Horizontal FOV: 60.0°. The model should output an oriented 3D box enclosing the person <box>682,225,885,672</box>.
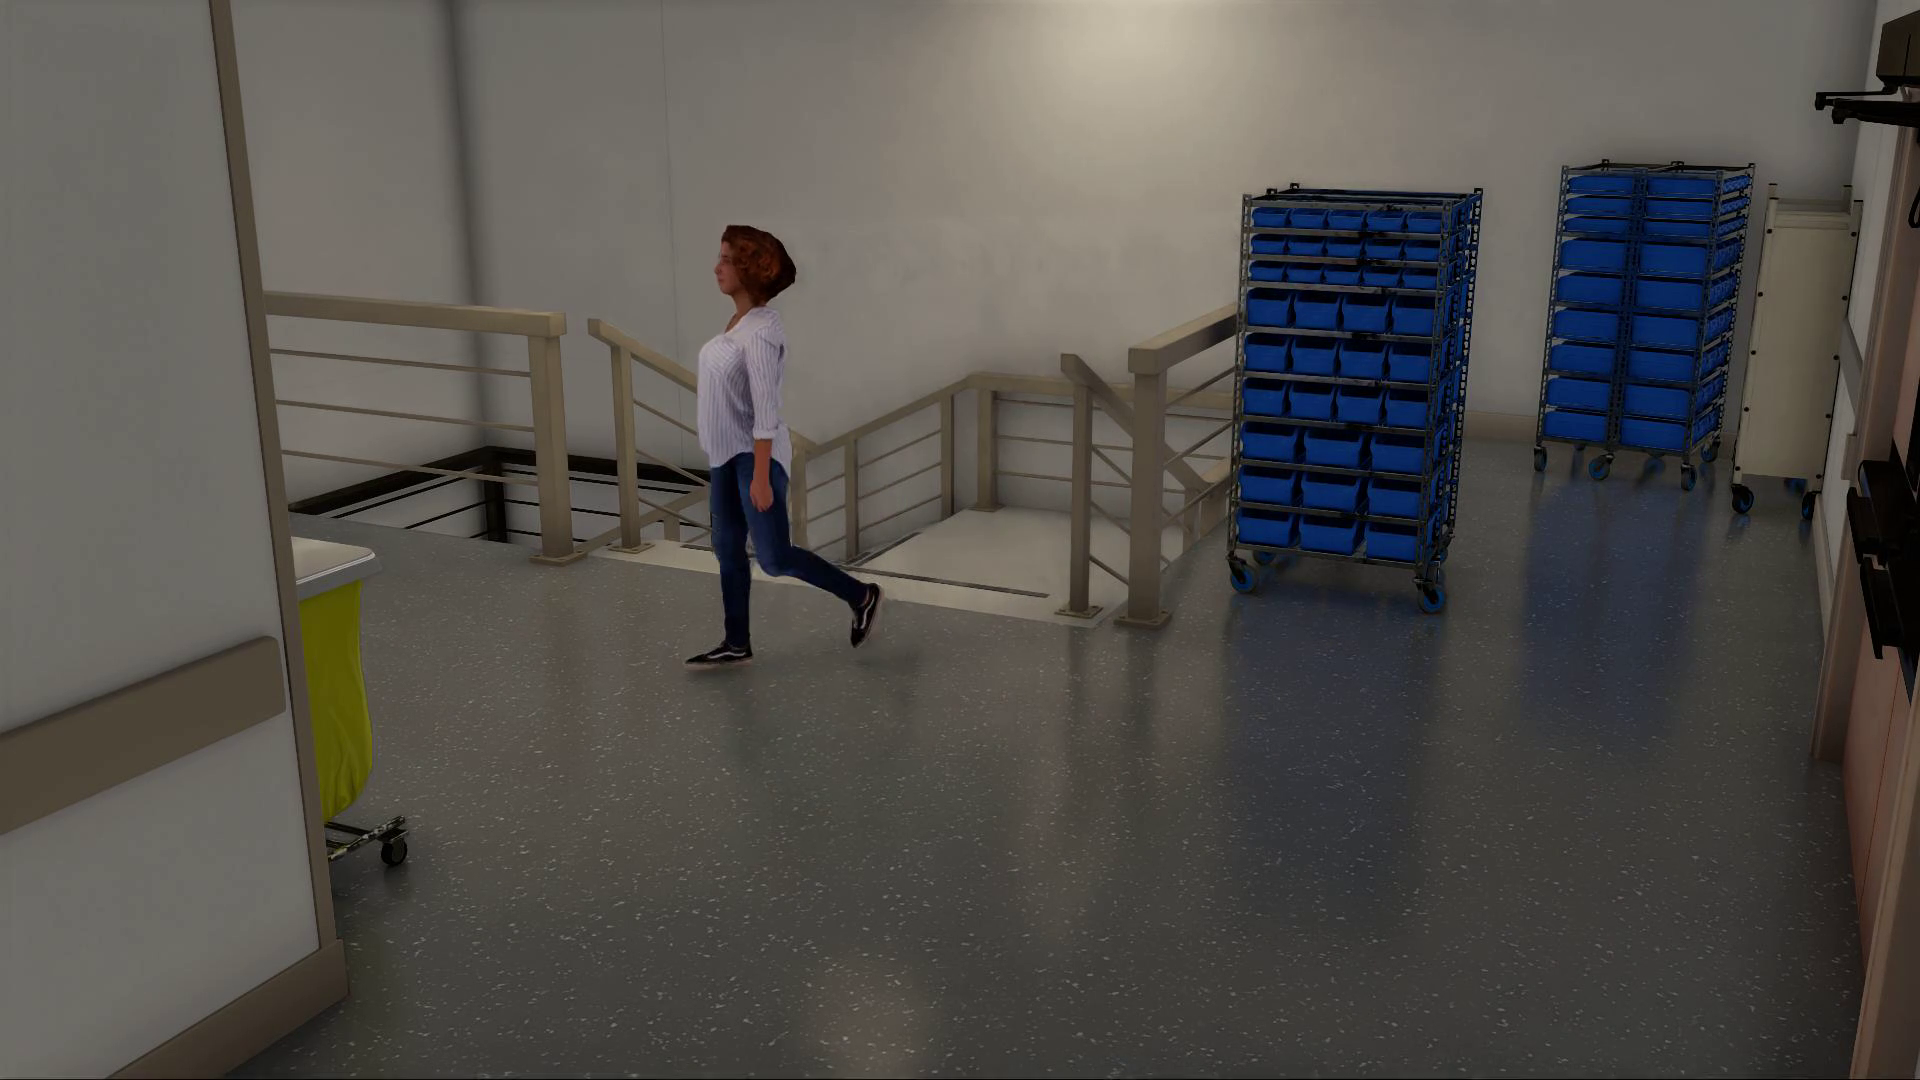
[{"bbox_3d":[-0.688,-0.318,6.282,1.092,1.686,1.019,-6,17,-20],"label":"person"}]
